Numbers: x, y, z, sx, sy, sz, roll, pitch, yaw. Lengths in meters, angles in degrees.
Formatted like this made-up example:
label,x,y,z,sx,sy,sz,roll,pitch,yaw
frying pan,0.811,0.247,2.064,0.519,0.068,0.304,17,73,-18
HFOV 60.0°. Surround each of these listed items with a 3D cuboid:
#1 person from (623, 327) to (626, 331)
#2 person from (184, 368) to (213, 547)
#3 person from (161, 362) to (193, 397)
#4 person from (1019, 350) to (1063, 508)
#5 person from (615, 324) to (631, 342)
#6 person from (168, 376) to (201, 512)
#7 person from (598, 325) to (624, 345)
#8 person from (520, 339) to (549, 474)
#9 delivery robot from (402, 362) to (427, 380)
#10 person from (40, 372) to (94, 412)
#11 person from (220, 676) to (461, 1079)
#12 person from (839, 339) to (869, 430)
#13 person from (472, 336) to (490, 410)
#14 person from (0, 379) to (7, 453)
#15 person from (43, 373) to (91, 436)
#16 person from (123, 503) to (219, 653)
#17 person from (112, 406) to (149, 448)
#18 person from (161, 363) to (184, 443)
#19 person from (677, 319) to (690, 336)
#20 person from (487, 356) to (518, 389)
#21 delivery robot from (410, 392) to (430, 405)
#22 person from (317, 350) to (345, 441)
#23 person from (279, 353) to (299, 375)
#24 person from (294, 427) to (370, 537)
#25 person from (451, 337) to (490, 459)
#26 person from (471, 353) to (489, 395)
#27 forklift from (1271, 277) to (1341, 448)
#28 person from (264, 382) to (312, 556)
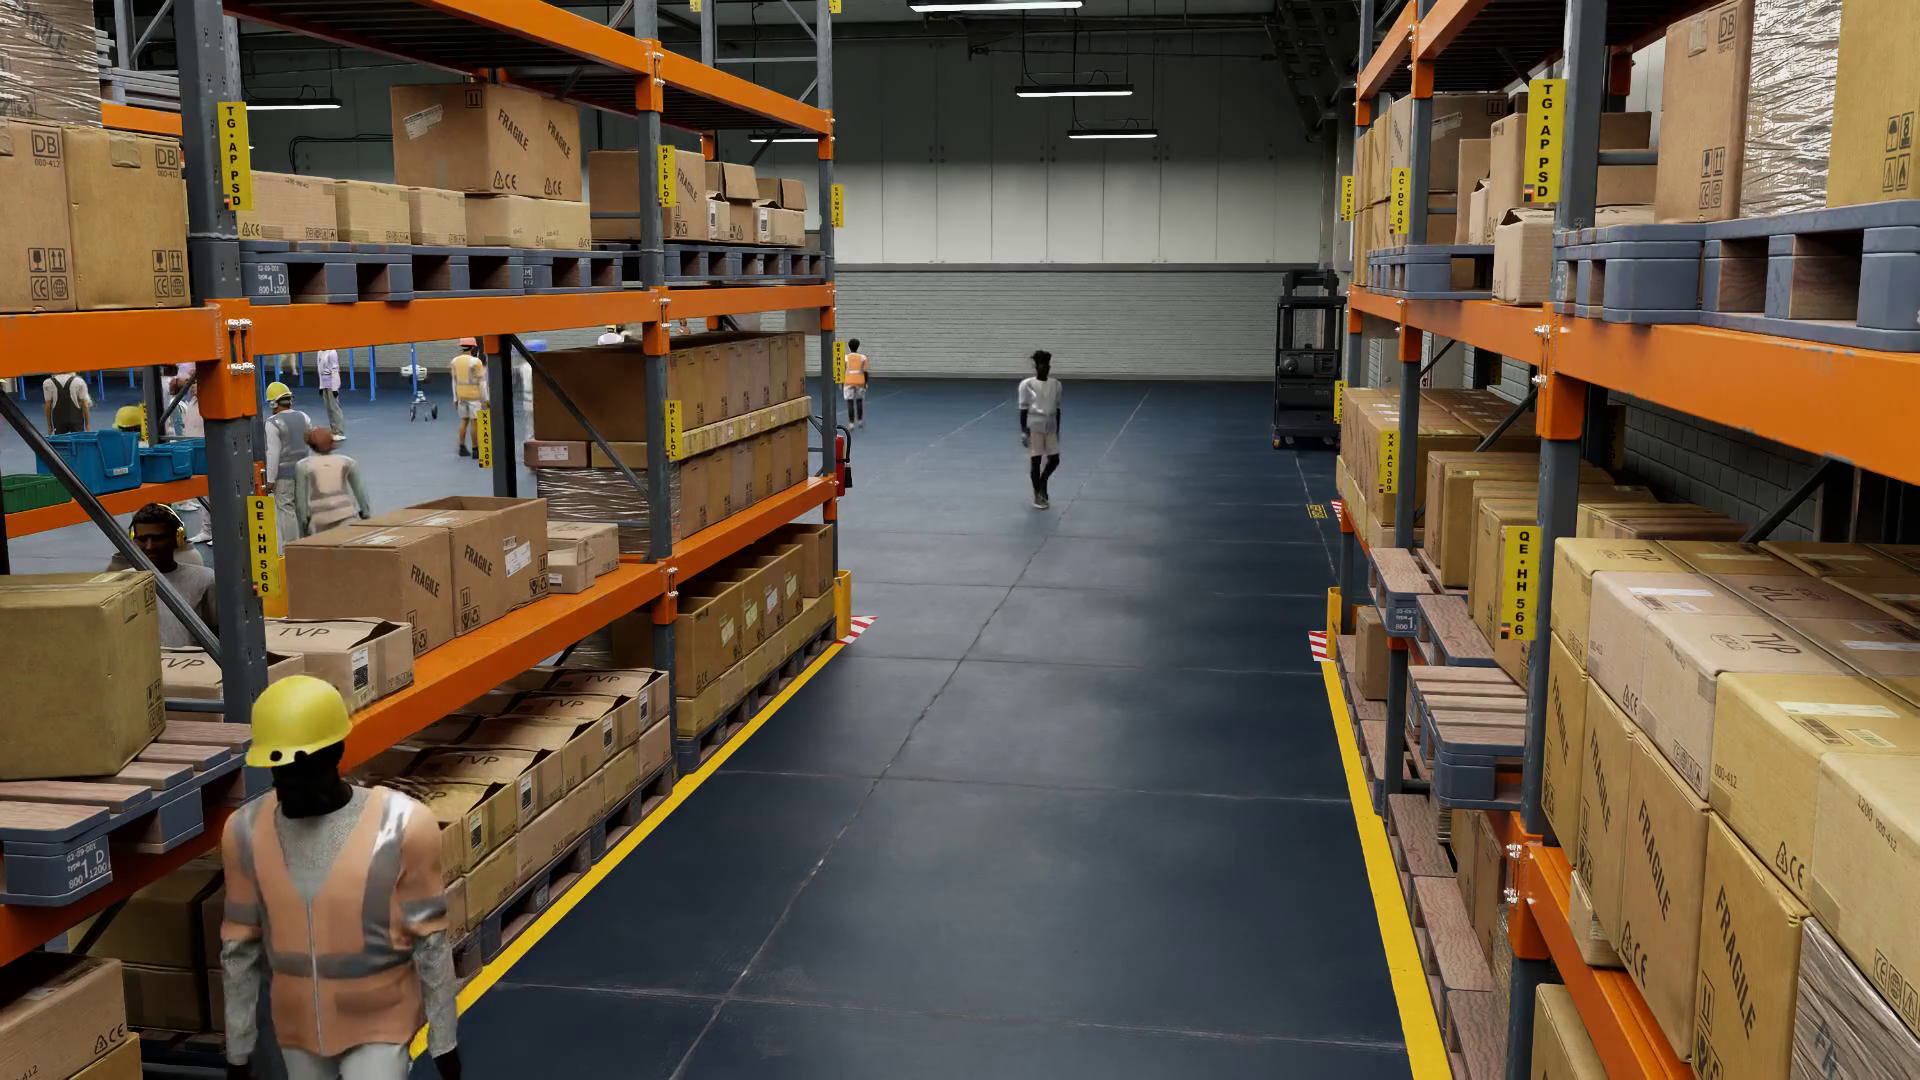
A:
label,x,y,z,sx,sy,sz,roll,pitch,yaw
person,-7.697,-4.038,37.918,0.546,1.643,0.891,-6,11,-34
person,-8.043,-0.892,17.751,0.638,1.903,0.408,7,11,36
person,-14.141,-2.869,29.973,0.426,1.890,0.675,3,10,20
person,1.001,-1.372,20.543,0.612,1.947,0.452,-4,10,-23
person,-7.711,-4.032,37.415,0.890,1.797,0.629,-5,11,-30
person,-9.491,-1.176,20.303,0.306,1.639,0.523,-3,10,-17
person,-7.657,-3.924,36.650,0.588,1.835,0.403,-1,9,-4
person,-6.009,-1.929,24.040,0.638,1.928,0.655,6,11,33
delivery robot,-14.240,-4.403,43.387,0.707,0.478,0.477,7,11,35
person,-18.674,-3.634,34.710,1.041,1.893,0.641,-1,9,-5
person,-1.630,1.275,4.354,0.619,1.906,0.491,1,9,8
person,-1.982,-2.886,30.771,0.539,1.670,0.738,-2,9,-13
person,-9.929,-3.712,34.956,0.630,1.967,0.614,-3,10,-21
person,-11.602,-1.176,19.974,0.383,1.755,0.538,-7,11,-36
person,-11.617,-1.497,21.668,0.506,1.842,0.346,-4,10,-21
person,-3.676,0.744,7.760,0.534,1.868,0.309,-3,10,-18
person,-7.180,-0.321,14.680,0.486,1.743,0.586,-7,12,-38
person,-10.020,-1.460,21.283,0.551,1.894,0.935,3,10,18
person,-7.531,-5.234,45.334,0.307,1.640,0.519,5,10,28
person,-8.183,-2.907,29.794,0.533,2.024,0.609,-8,12,-40
delivery robot,-10.621,-2.807,32.742,0.335,0.223,0.698,-1,9,-6
person,-10.889,-2.661,28.641,0.423,1.913,0.603,-8,12,-42
person,-18.947,-5.458,46.810,0.746,1.610,0.504,7,11,36
person,-5.288,-0.154,14.140,0.594,1.598,0.652,-6,11,-33
person,-7.631,-2.236,25.964,0.561,1.932,0.410,4,10,23
person,-11.248,-4.323,39.111,0.619,1.838,0.430,-1,9,-9
forklift,5.847,-3.016,27.970,1.129,2.768,1.873,1,9,9
person,-6.706,-0.660,16.560,0.403,1.822,0.588,3,10,18
